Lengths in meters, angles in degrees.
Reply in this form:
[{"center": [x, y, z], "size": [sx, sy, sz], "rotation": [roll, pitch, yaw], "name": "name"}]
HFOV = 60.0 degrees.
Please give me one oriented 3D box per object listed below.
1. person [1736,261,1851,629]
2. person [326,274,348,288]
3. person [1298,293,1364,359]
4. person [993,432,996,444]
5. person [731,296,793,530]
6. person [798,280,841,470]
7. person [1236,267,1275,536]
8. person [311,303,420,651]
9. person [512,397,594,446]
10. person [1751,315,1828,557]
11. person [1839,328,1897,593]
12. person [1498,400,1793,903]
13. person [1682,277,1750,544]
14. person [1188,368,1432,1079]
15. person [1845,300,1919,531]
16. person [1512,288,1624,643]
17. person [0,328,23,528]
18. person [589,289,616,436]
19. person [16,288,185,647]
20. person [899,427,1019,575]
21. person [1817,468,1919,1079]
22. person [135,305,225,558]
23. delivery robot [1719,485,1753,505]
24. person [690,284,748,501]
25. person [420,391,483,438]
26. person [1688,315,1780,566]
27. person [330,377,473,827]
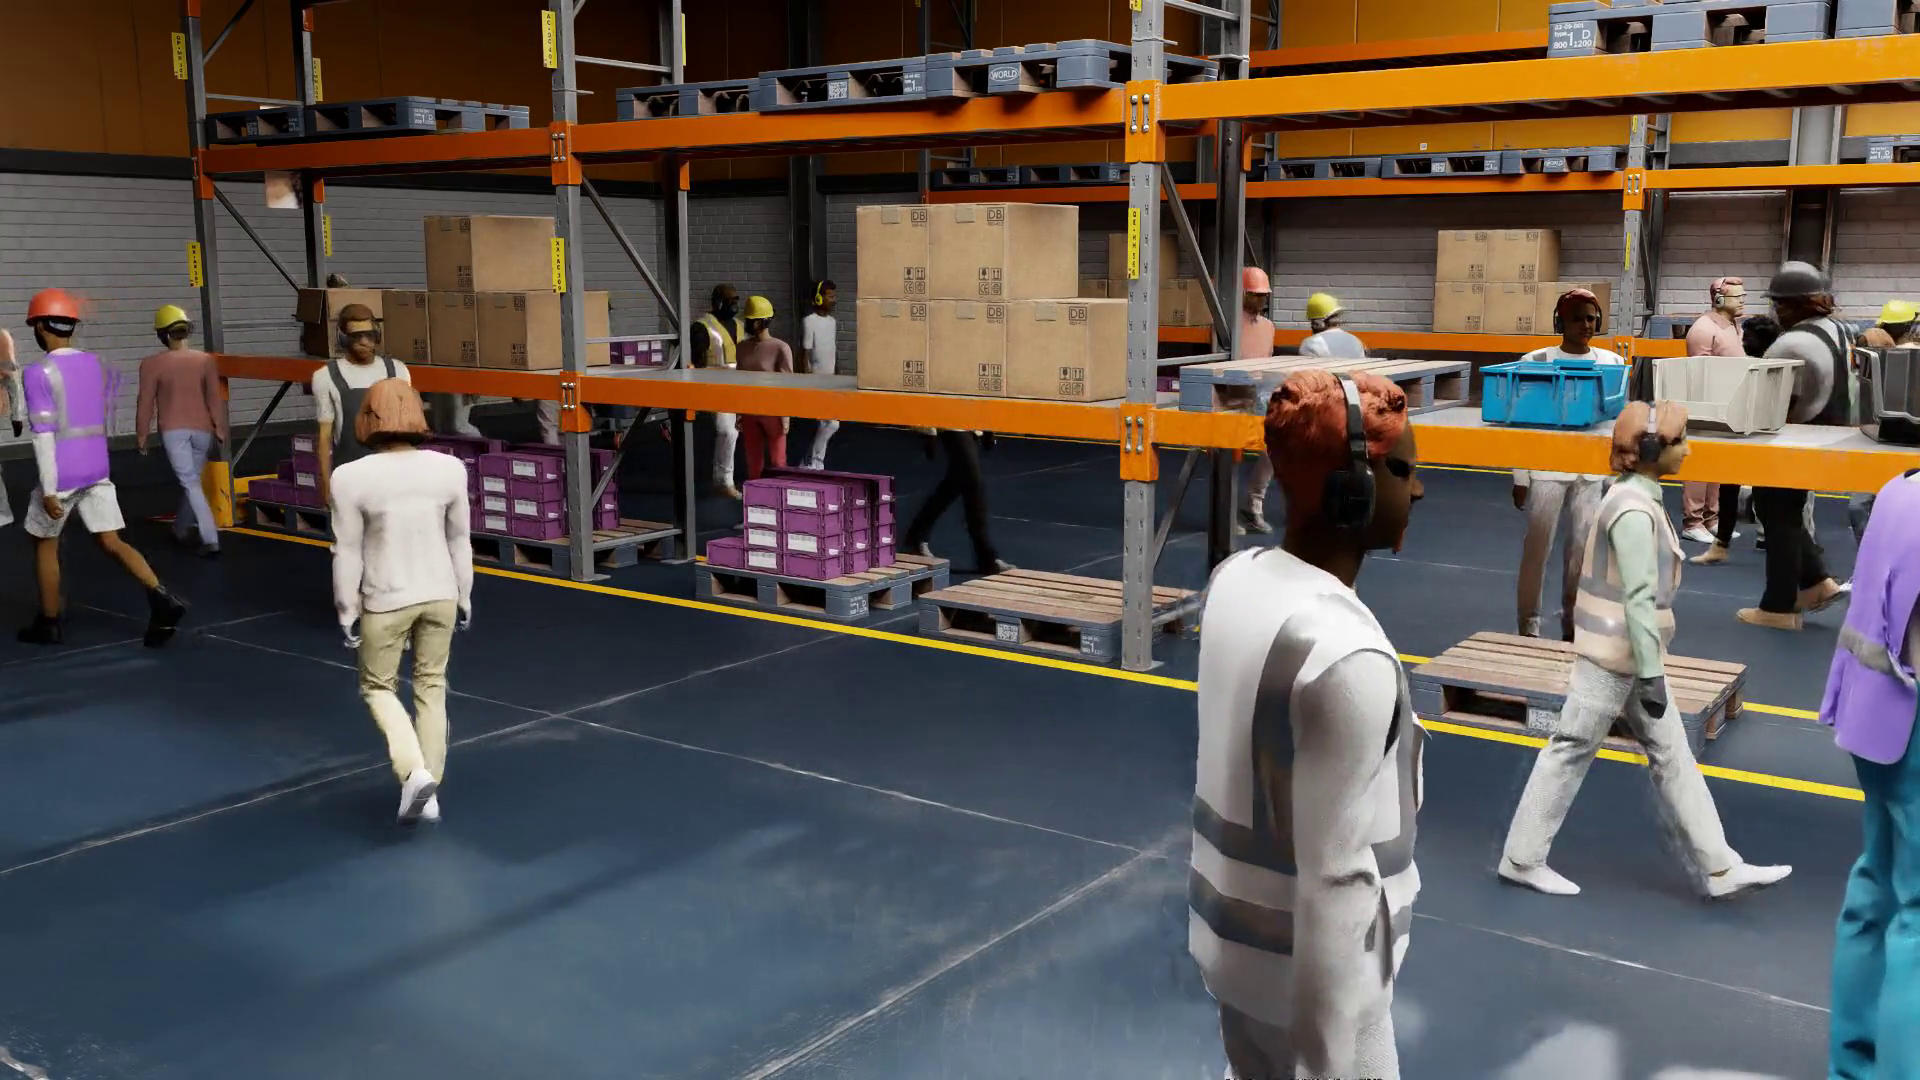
[{"center": [4.538, -0.520, 9.133], "size": [0.711, 2.000, 0.536], "rotation": [-9, 13, -42], "name": "person"}, {"center": [-5.339, -1.280, 14.030], "size": [0.670, 1.917, 0.648], "rotation": [-2, 10, -13], "name": "person"}, {"center": [2.825, -0.971, 12.600], "size": [0.589, 1.790, 0.859], "rotation": [-7, 12, -34], "name": "person"}, {"center": [0.178, -1.992, 18.242], "size": [0.594, 1.924, 0.382], "rotation": [-1, 10, -6], "name": "person"}, {"center": [-1.472, -0.927, 12.382], "size": [0.526, 1.765, 0.329], "rotation": [6, 11, 31], "name": "person"}, {"center": [-1.219, -1.401, 14.965], "size": [0.418, 1.855, 0.527], "rotation": [3, 10, 18], "name": "person"}, {"center": [2.095, -0.997, 12.186], "size": [0.629, 1.976, 0.544], "rotation": [-6, 11, -31], "name": "person"}, {"center": [-3.160, -0.351, 8.814], "size": [0.527, 1.812, 0.833], "rotation": [-8, 13, -41], "name": "person"}, {"center": [-3.554, -1.347, 14.636], "size": [0.718, 1.860, 0.949], "rotation": [-4, 10, -24], "name": "person"}, {"center": [5.712, -0.790, 11.396], "size": [0.404, 1.823, 0.592], "rotation": [-7, 12, -35], "name": "person"}, {"center": [5.520, -0.478, 10.161], "size": [0.567, 1.617, 0.507], "rotation": [-1, 10, -7], "name": "person"}, {"center": [2.130, 0.367, 5.150], "size": [0.875, 1.589, 0.540], "rotation": [4, 11, 25], "name": "person"}, {"center": [5.483, -0.936, 12.011], "size": [0.638, 1.910, 0.407], "rotation": [-9, 13, -43], "name": "person"}, {"center": [0.447, 0.666, 2.587], "size": [0.697, 1.867, 0.575], "rotation": [-2, 10, -12], "name": "person"}, {"center": [7.006, -0.902, 12.318], "size": [0.614, 1.750, 0.527], "rotation": [4, 10, 22], "name": "person"}, {"center": [3.076, -0.323, 8.426], "size": [0.584, 1.882, 0.345], "rotation": [-1, 10, -8], "name": "person"}, {"center": [-7.275, -0.948, 12.180], "size": [0.626, 1.868, 0.987], "rotation": [1, 10, 4], "name": "person"}, {"center": [-4.139, -2.002, 18.966], "size": [0.689, 1.695, 0.544], "rotation": [-5, 11, -25], "name": "person"}, {"center": [-4.540, -0.358, 8.654], "size": [0.943, 1.900, 0.541], "rotation": [3, 10, 18], "name": "person"}, {"center": [-0.034, -0.763, 10.846], "size": [0.973, 1.958, 0.623], "rotation": [6, 11, 33], "name": "person"}, {"center": [2.155, 0.491, 3.720], "size": [0.405, 1.840, 0.572], "rotation": [2, 10, 13], "name": "person"}, {"center": [-5.361, -0.745, 11.440], "size": [0.963, 1.711, 0.536], "rotation": [8, 12, 39], "name": "person"}, {"center": [6.188, -0.481, 13.041], "size": [0.477, 0.478, 0.707], "rotation": [-8, 12, -38], "name": "delivery robot"}, {"center": [-1.929, -1.238, 14.043], "size": [0.627, 1.821, 0.650], "rotation": [6, 11, 33], "name": "person"}, {"center": [-4.423, -1.384, 14.683], "size": [0.694, 1.913, 0.606], "rotation": [6, 11, 32], "name": "person"}, {"center": [5.251, -0.630, 10.909], "size": [0.708, 1.671, 0.537], "rotation": [-1, 10, -3], "name": "person"}, {"center": [-1.939, 0.240, 5.883], "size": [0.506, 1.619, 0.475], "rotation": [-7, 12, -37], "name": "person"}]
